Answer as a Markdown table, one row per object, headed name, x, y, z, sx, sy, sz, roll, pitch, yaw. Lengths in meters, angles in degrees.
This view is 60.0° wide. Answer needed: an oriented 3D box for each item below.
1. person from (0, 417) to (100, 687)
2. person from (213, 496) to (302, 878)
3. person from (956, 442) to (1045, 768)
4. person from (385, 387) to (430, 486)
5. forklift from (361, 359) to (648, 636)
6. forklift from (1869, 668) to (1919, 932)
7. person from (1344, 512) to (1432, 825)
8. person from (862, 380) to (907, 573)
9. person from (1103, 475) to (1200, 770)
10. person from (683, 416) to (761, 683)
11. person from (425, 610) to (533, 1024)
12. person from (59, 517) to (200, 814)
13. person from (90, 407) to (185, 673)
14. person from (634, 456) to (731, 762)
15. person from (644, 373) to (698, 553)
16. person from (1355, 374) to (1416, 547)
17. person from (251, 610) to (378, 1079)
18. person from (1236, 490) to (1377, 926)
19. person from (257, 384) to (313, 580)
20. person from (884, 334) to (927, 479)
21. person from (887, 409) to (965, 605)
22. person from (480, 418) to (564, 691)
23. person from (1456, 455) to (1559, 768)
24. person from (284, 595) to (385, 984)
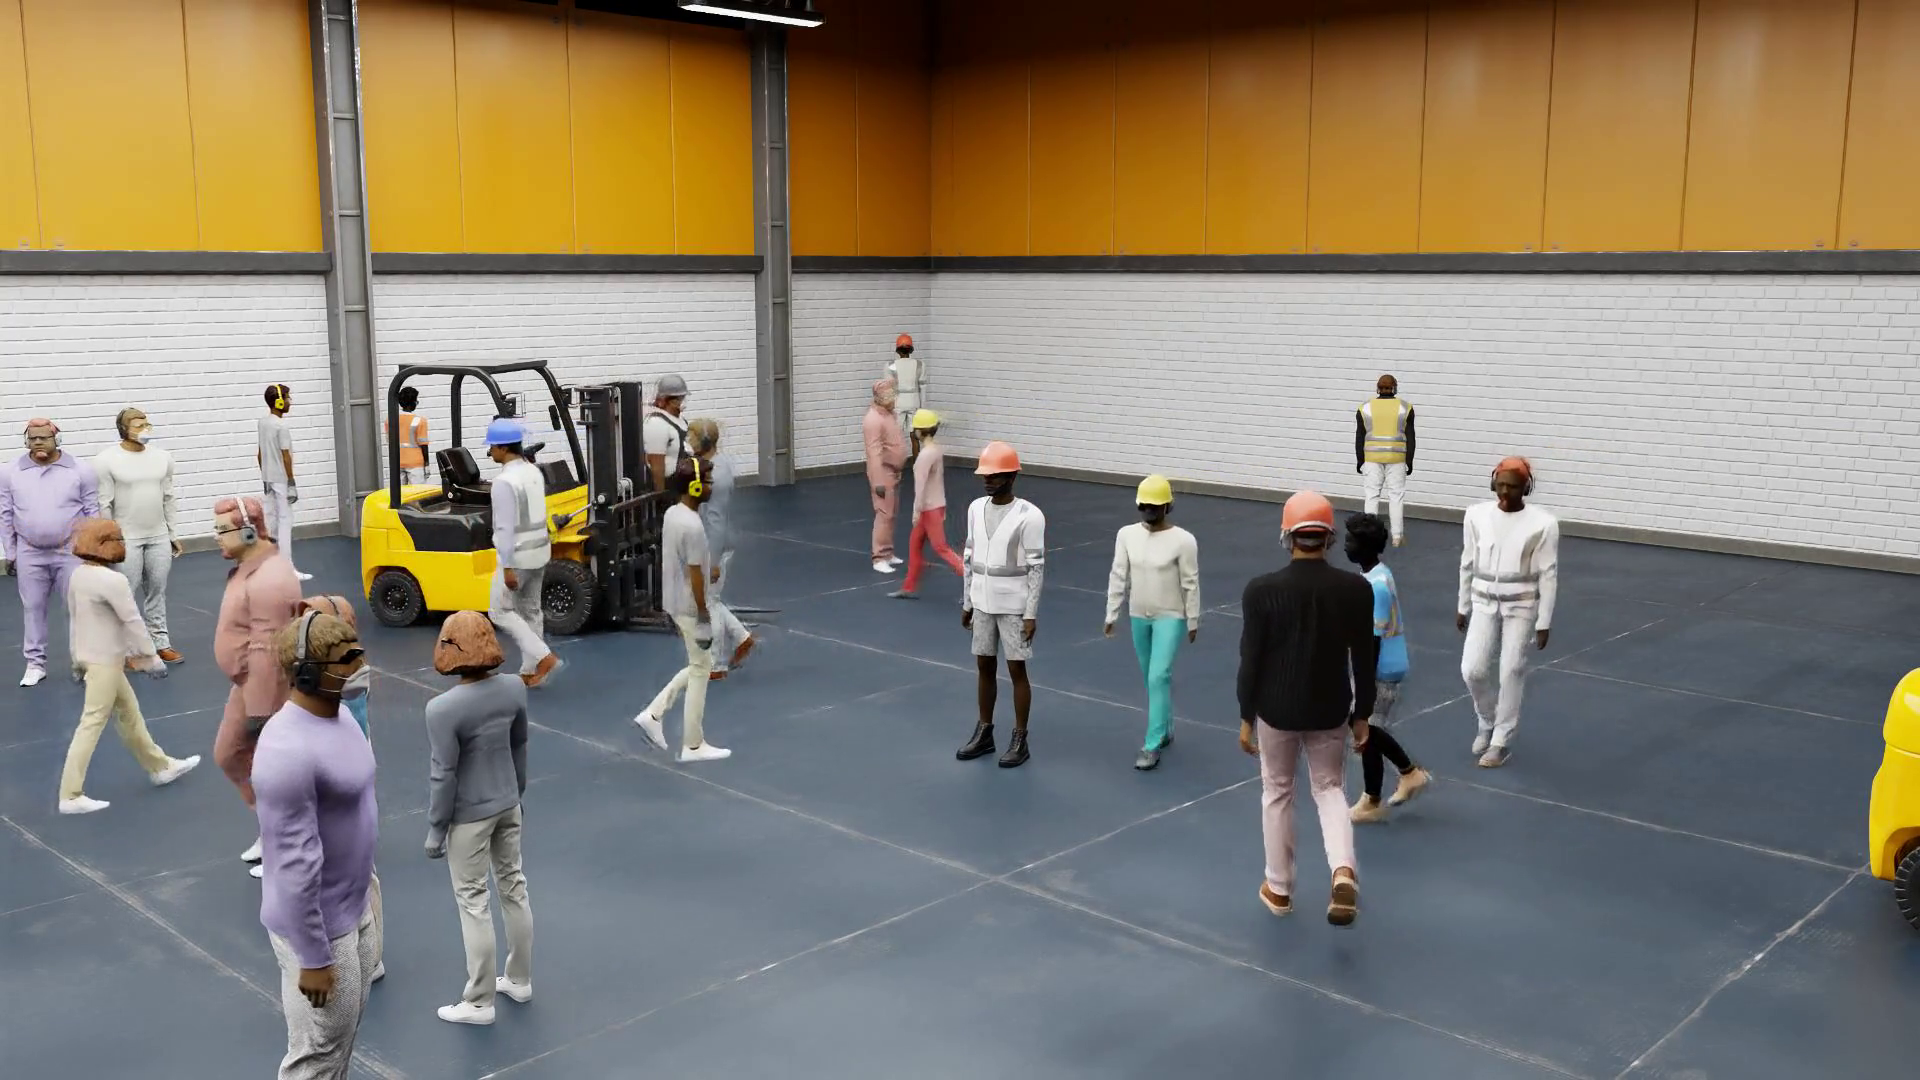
| name | x | y | z | sx | sy | sz | roll | pitch | yaw |
| --- | --- | --- | --- | --- | --- | --- | --- | --- | --- |
| person | -6.459 | 0.082 | 11.819 | 0.637 | 1.911 | 0.403 | -3 | 10 | -20 |
| person | -3.362 | 0.718 | 7.981 | 0.489 | 1.881 | 0.662 | -5 | 11 | -29 |
| person | 0.234 | 0.381 | 9.886 | 0.543 | 1.940 | 0.361 | 7 | 11 | 35 |
| person | -5.925 | -0.802 | 17.907 | 0.532 | 1.690 | 0.319 | 3 | 10 | 18 |
| forklift | -3.850 | -0.407 | 13.936 | 2.313 | 2.155 | 1.214 | 2 | 9 | 11 |
| forklift | 5.205 | 0.723 | 7.013 | 2.313 | 2.155 | 1.214 | 9 | 13 | 43 |
| person | 2.236 | 0.681 | 8.820 | 0.451 | 1.673 | 0.555 | 1 | 9 | 9 |
| person | -0.701 | -0.625 | 16.294 | 0.403 | 1.879 | 0.773 | 2 | 10 | 14 |
| person | 1.125 | 0.481 | 9.897 | 0.521 | 1.740 | 0.807 | 7 | 12 | 37 |
| person | -1.736 | 0.077 | 11.791 | 0.494 | 1.925 | 0.657 | -2 | 10 | -15 |
| person | -1.890 | 1.081 | 6.533 | 0.284 | 1.633 | 0.497 | 5 | 10 | 28 |
| person | -4.644 | 0.669 | 9.187 | 0.516 | 1.593 | 0.859 | 8 | 12 | 41 |
| person | -6.052 | -0.009 | 12.279 | 0.372 | 1.940 | 0.631 | 6 | 11 | 31 |
| person | -1.643 | 0.423 | 9.879 | 0.482 | 1.852 | 0.547 | -4 | 10 | -25 |
| person | -2.666 | -0.516 | 15.074 | 0.728 | 2.000 | 0.696 | 1 | 9 | 3 |
| person | 4.525 | -0.843 | 17.714 | 0.622 | 1.838 | 0.429 | 3 | 10 | 18 |
| person | -1.919 | 1.167 | 5.070 | 0.371 | 1.941 | 0.627 | -1 | 9 | -8 |
| person | 1.551 | 0.768 | 7.417 | 0.622 | 1.978 | 0.675 | -1 | 9 | -4 |
| person | -6.437 | -0.541 | 15.753 | 0.518 | 1.870 | 0.323 | 8 | 12 | 40 |
| person | -0.769 | -1.866 | 23.333 | 0.607 | 2.048 | 0.369 | -2 | 9 | -12 |
| person | -0.204 | -0.296 | 14.679 | 0.892 | 1.720 | 0.548 | 2 | 9 | 12 |
| person | -3.043 | 0.117 | 11.538 | 0.497 | 1.935 | 0.626 | 2 | 9 | 12 |
| person | 3.200 | 0.428 | 9.804 | 0.599 | 1.866 | 0.422 | 7 | 12 | 37 |
| person | -2.563 | 1.028 | 6.825 | 0.307 | 1.645 | 0.513 | -9 | 13 | -43 |
